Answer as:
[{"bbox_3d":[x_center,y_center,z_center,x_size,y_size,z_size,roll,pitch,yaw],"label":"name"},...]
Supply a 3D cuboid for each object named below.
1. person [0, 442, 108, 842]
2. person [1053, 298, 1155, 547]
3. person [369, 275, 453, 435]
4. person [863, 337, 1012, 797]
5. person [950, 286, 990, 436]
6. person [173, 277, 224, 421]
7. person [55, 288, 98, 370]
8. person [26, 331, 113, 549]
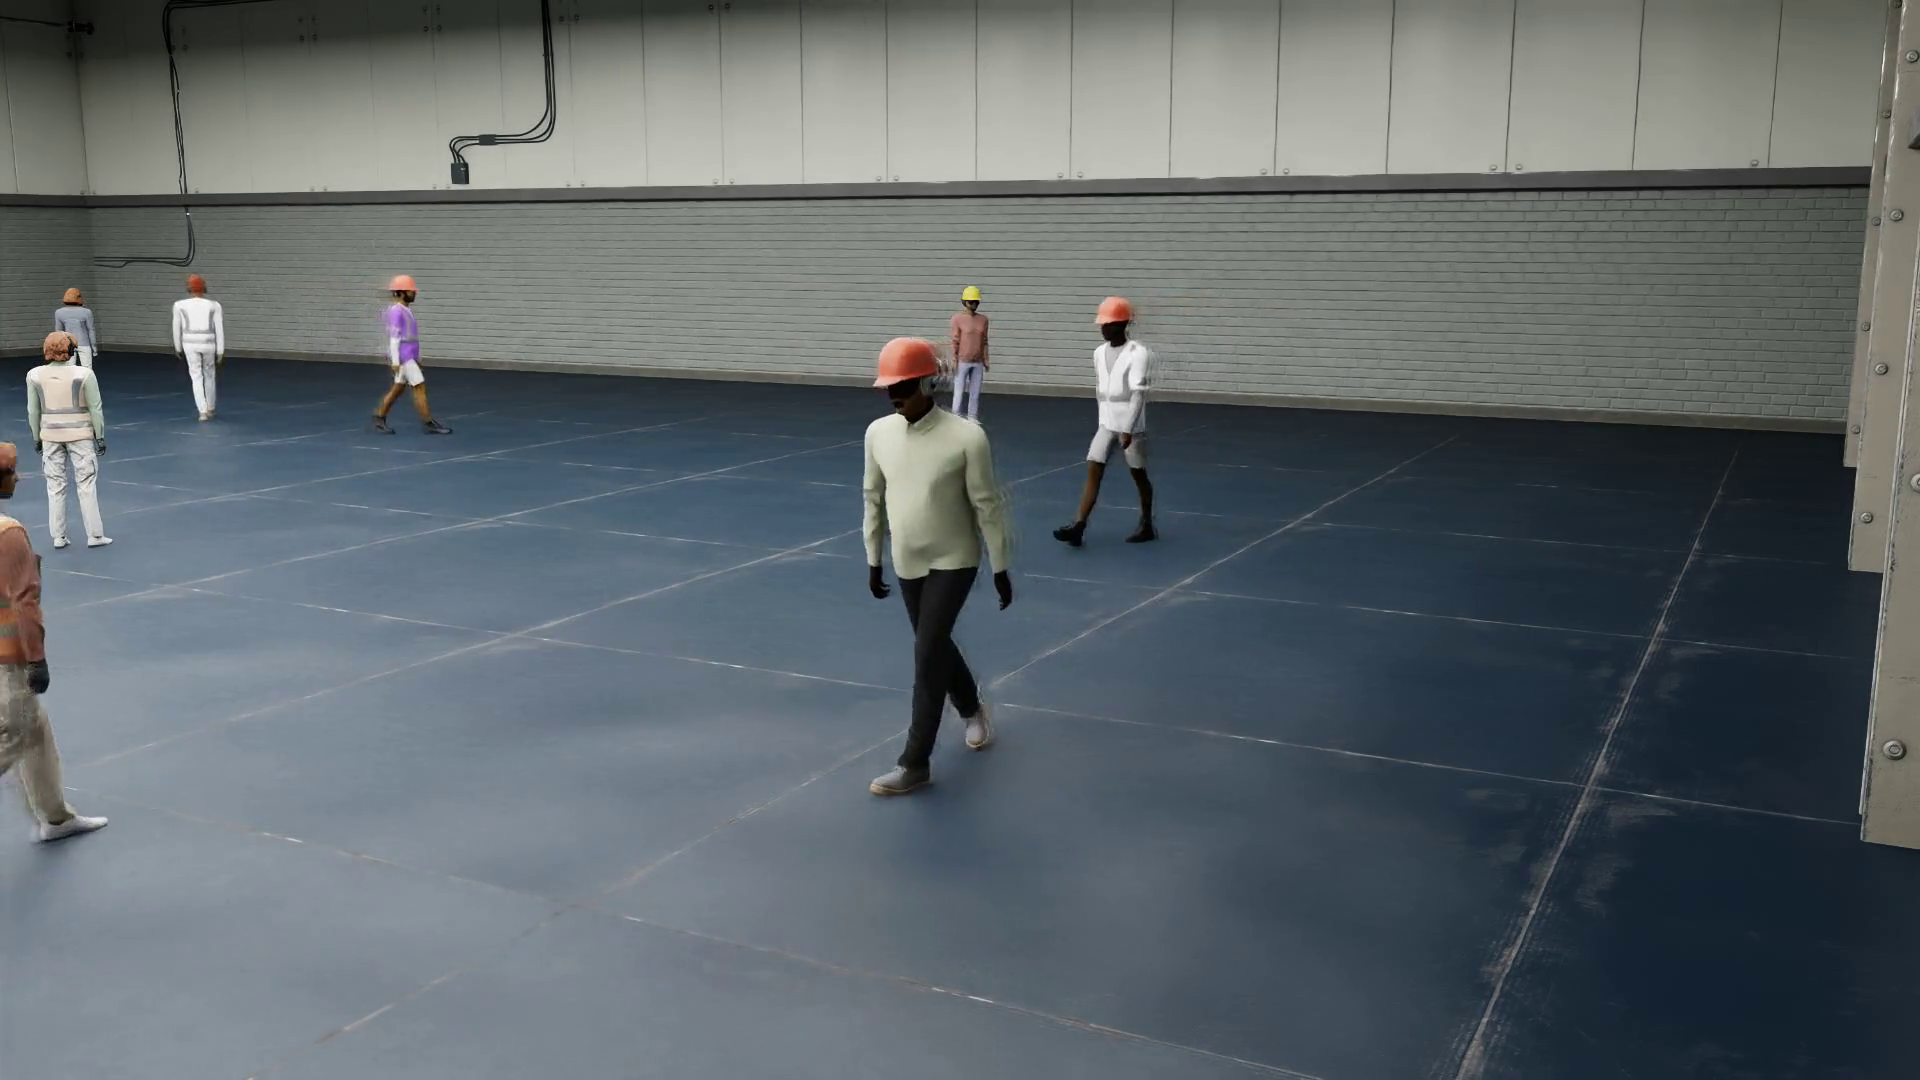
[{"bbox_3d":[-3.632,0.427,6.191,0.522,1.609,0.739,8,13,37],"label":"person"},{"bbox_3d":[1.144,-0.868,12.526,1.018,1.874,0.554,-10,15,-44],"label":"person"},{"bbox_3d":[-6.550,-2.168,19.585,0.972,1.895,0.556,-1,10,-6],"label":"person"},{"bbox_3d":[-0.086,0.069,7.277,0.677,1.942,0.974,7,12,33],"label":"person"},{"bbox_3d":[0.126,-2.068,19.371,0.528,1.767,0.330,-7,12,-32],"label":"person"},{"bbox_3d":[-9.723,-2.444,21.277,0.578,1.832,1.022,-6,12,-28],"label":"person"},{"bbox_3d":[-12.125,-2.642,22.859,0.507,1.633,0.276,-2,11,-9],"label":"person"},{"bbox_3d":[-6.707,-0.746,12.511,0.523,1.638,0.310,-1,10,-7],"label":"person"}]
